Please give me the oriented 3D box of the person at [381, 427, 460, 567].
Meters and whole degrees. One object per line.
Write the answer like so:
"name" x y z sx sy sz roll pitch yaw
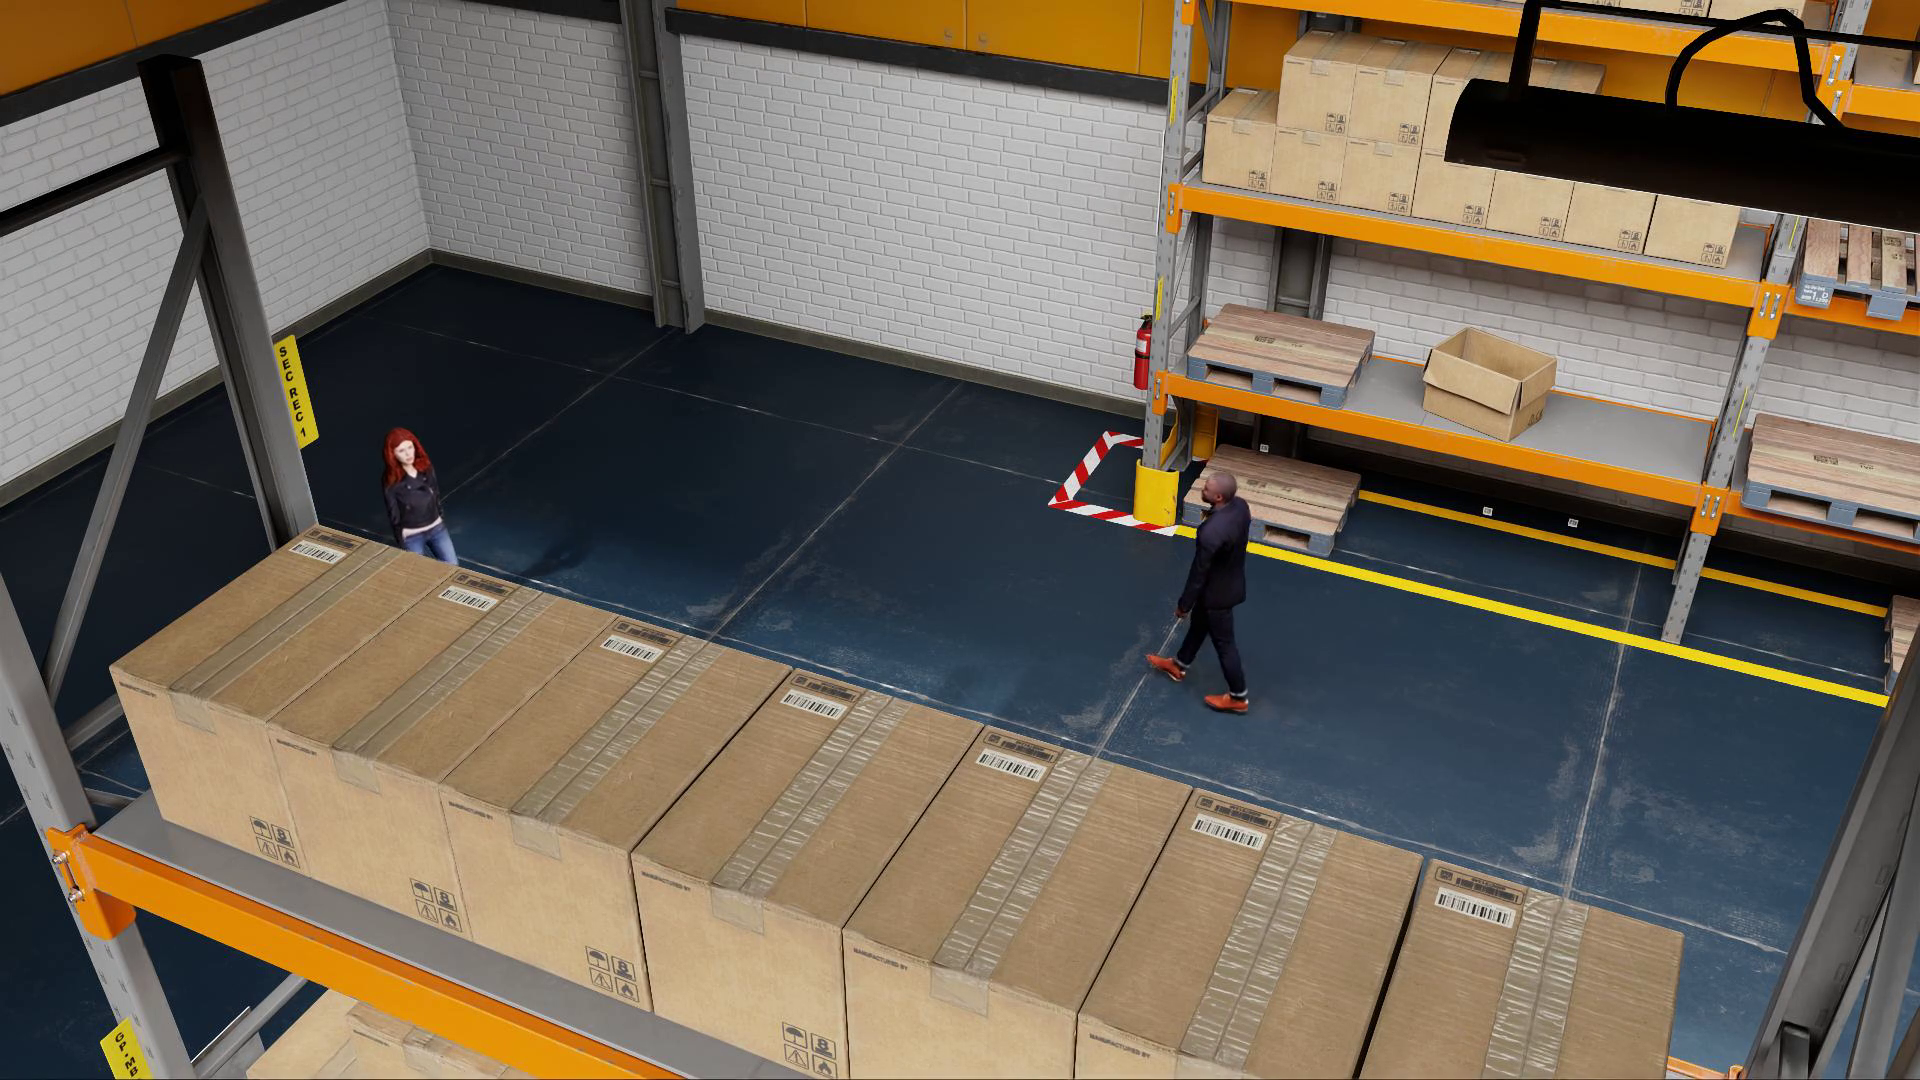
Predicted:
"person" -3.764 -0.009 11.513 0.752 1.771 0.686 29 43 36

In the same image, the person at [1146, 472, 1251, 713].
"person" 1.784 0.374 10.924 0.994 1.785 0.704 15 36 21
